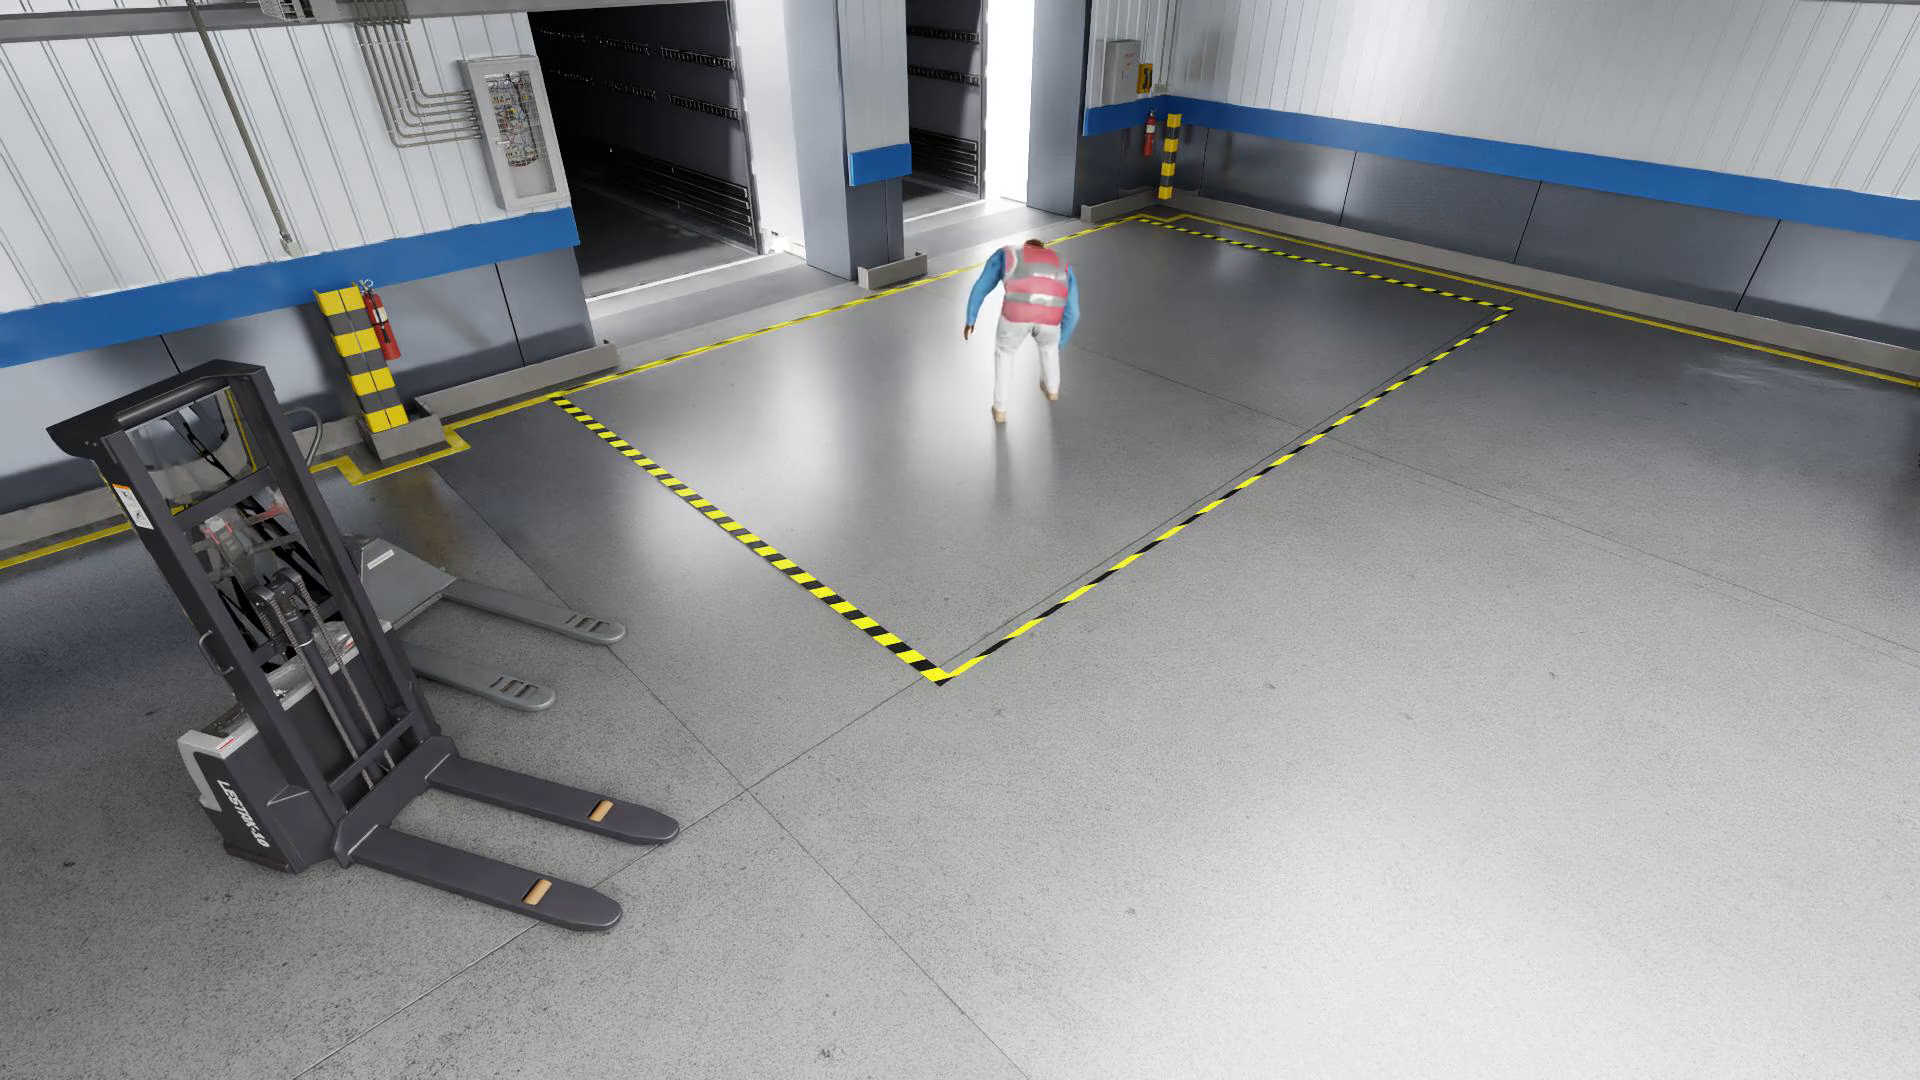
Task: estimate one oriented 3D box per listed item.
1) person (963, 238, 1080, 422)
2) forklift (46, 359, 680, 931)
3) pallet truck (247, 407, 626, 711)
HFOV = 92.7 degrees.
[{"bbox_3d":[0.467,-1.617,7.010,0.868,1.277,0.912,-7,35,-10],"label":"person"},{"bbox_3d":[-2.135,0.422,3.354,1.885,1.965,0.823,10,35,14],"label":"forklift"},{"bbox_3d":[-2.628,0.038,4.590,1.601,1.201,0.680,12,36,18],"label":"pallet truck"}]
